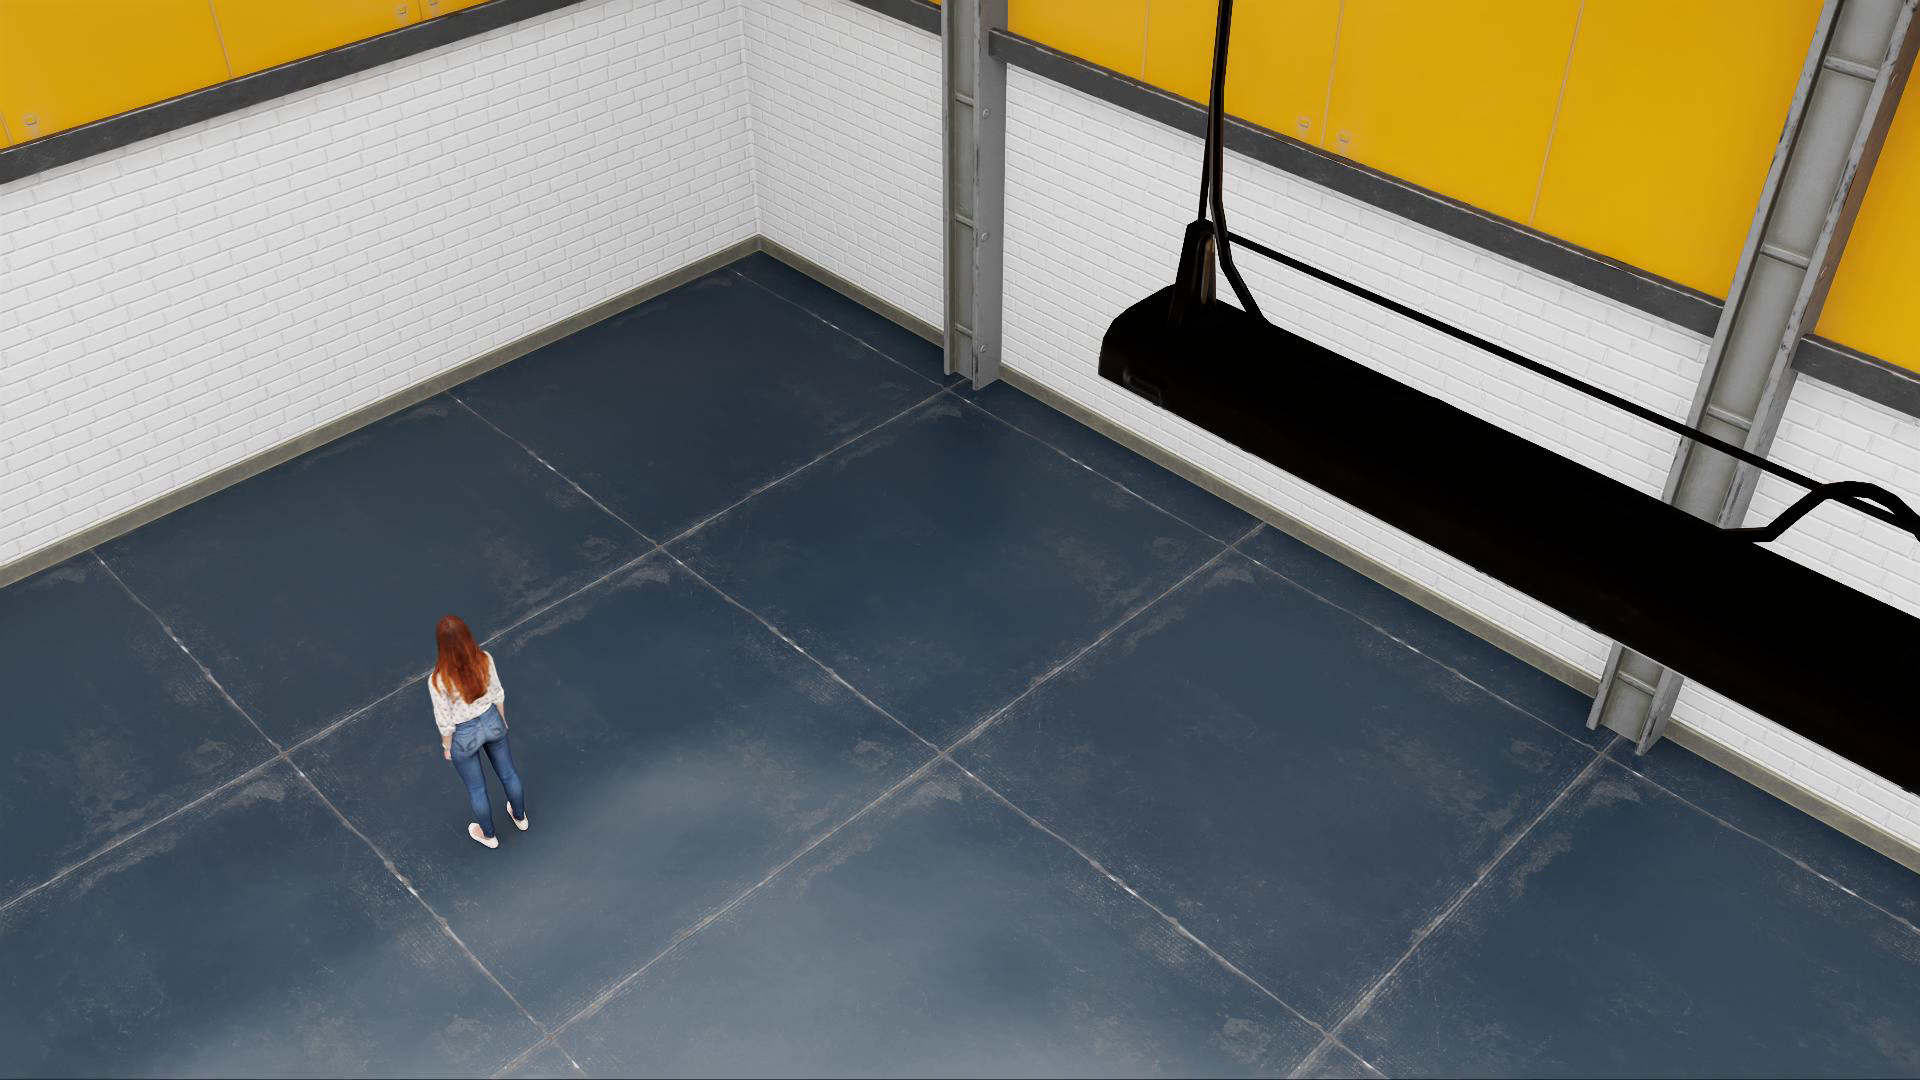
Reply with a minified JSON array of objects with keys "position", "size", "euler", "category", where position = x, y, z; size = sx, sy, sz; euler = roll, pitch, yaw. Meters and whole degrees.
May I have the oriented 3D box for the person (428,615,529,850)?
[{"position":[-2.803,1.106,9.645],"size":[0.579,1.729,0.509],"euler":[-30,47,-32],"category":"person"}]
